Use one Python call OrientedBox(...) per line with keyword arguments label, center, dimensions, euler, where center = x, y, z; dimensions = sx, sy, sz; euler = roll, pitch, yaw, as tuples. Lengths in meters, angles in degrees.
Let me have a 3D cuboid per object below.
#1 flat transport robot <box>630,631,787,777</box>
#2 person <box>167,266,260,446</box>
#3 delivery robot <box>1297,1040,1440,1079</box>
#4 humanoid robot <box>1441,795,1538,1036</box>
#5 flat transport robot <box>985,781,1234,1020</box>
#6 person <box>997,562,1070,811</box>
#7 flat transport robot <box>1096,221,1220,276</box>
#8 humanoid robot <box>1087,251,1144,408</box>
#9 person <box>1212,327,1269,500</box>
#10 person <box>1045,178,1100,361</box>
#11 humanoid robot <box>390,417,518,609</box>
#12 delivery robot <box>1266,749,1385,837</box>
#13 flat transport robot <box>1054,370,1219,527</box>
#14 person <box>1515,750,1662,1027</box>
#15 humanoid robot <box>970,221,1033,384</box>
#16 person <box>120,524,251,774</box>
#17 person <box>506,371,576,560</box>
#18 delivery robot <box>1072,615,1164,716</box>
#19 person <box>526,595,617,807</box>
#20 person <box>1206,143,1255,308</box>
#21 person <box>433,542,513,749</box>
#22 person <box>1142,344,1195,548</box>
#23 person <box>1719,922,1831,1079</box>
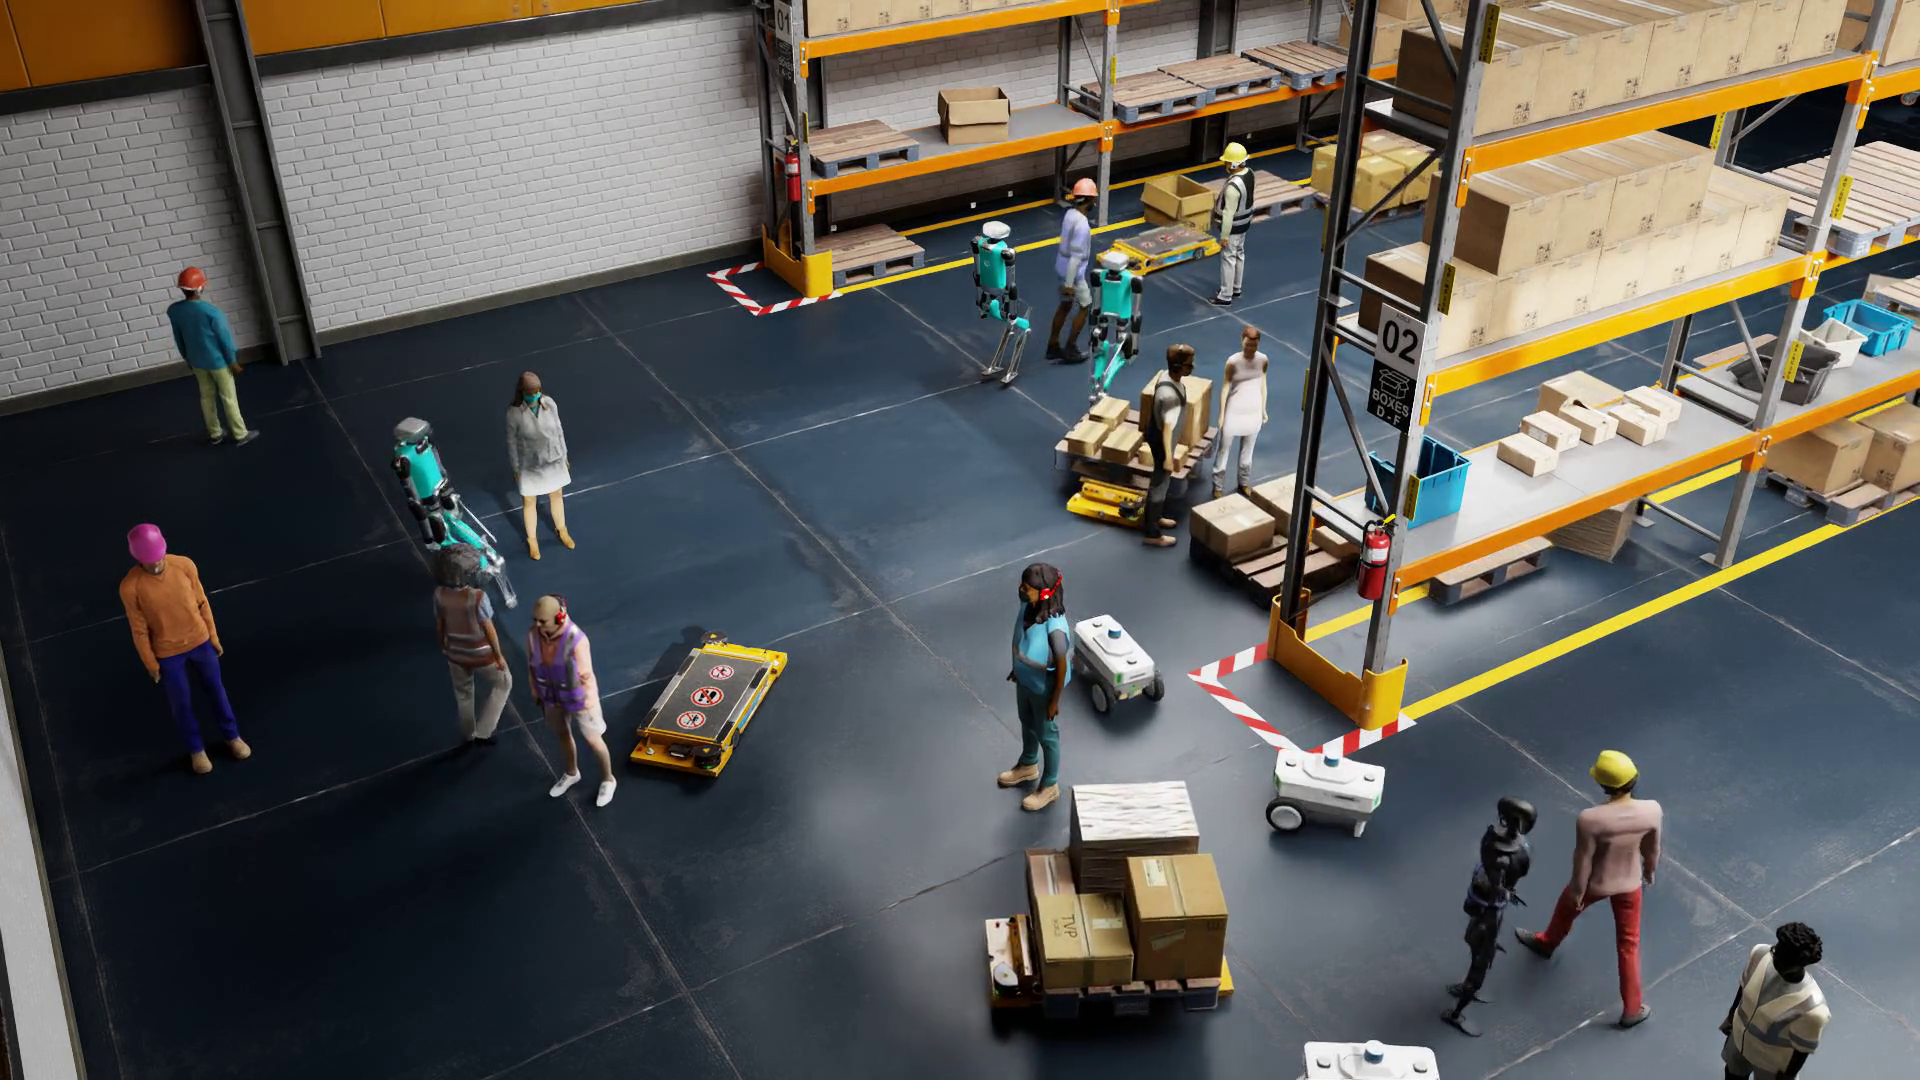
OrientedBox(label="flat transport robot", center=(-1.822, 1.184, 12.196), dimensions=(0.659, 0.231, 1.431), euler=(8, 33, 13))
OrientedBox(label="person", center=(-6.927, -1.700, 15.398), dimensions=(0.571, 1.746, 0.345), euler=(7, 33, 10))
OrientedBox(label="delivery robot", center=(2.251, 2.978, 9.076), dimensions=(0.794, 0.606, 0.499), euler=(2, 32, 3))
OrientedBox(label="humanoid robot", center=(3.028, 2.086, 9.429), dimensions=(0.334, 1.647, 0.584), euler=(14, 35, 21))
OrientedBox(label="flat transport robot", center=(0.892, 2.501, 10.095), dimensions=(1.431, 0.231, 0.659), euler=(-2, 32, -3))
OrientedBox(label="person", center=(0.515, 0.951, 11.064), dimensions=(0.384, 1.865, 0.539), euler=(-17, 36, -25))
OrientedBox(label="flat transport robot", center=(2.359, -3.417, 19.534), dimensions=(1.431, 0.231, 0.659), euler=(-21, 38, -29))
OrientedBox(label="humanoid robot", center=(1.335, -1.724, 15.483), dimensions=(0.560, 1.818, 0.761), euler=(17, 36, 25))
OrientedBox(label="person", center=(2.467, -1.105, 14.535), dimensions=(0.453, 1.656, 0.274), euler=(-7, 33, -11))
OrientedBox(label="person", center=(1.140, -2.720, 16.892), dimensions=(0.592, 1.892, 0.558), euler=(-9, 33, -14))
OrientedBox(label="humanoid robot", center=(-3.822, -0.121, 12.895), dimensions=(0.871, 1.777, 0.598), euler=(6, 33, 9))
OrientedBox(label="delivery robot", center=(2.453, 1.658, 11.161), dimensions=(0.743, 0.585, 0.510), euler=(9, 33, 15))
OrientedBox(label="flat transport robot", center=(1.548, -0.585, 15.017), dimensions=(0.659, 0.231, 1.431), euler=(15, 35, 22))
OrientedBox(label="person", center=(3.769, 1.965, 9.599), dimensions=(0.590, 1.700, 0.861), euler=(-4, 32, -6))
OrientedBox(label="humanoid robot", center=(0.486, -2.384, 16.380), dimensions=(0.533, 1.675, 0.735), euler=(27, 41, 36))
OrientedBox(label="person", center=(-5.318, 0.723, 11.335), dimensions=(0.518, 1.972, 0.404), euler=(-26, 40, -35))
OrientedBox(label="person", center=(-3.479, -0.626, 13.767), dimensions=(0.481, 1.663, 0.339), euler=(-19, 37, -27))
OrientedBox(label="delivery robot", center=(1.142, 0.890, 12.389), dimensions=(0.499, 0.587, 0.777), euler=(-14, 35, -21))
OrientedBox(label="person", center=(-2.613, 1.061, 11.066), dimensions=(0.495, 1.681, 0.358), euler=(10, 33, 15))
OrientedBox(label="person", center=(2.957, -3.425, 18.086), dimensions=(0.403, 1.825, 0.589), euler=(16, 35, 24))
OrientedBox(label="person", center=(-3.388, 0.766, 11.526), dimensions=(0.537, 1.677, 0.347), euler=(7, 33, 11))
OrientedBox(label="person", center=(1.737, -0.798, 13.890), dimensions=(0.356, 1.836, 0.502), euler=(4, 32, 7))
OrientedBox(label="person", center=(4.141, 2.614, 8.573), dimensions=(0.320, 1.693, 0.532), euler=(-8, 33, -13))
